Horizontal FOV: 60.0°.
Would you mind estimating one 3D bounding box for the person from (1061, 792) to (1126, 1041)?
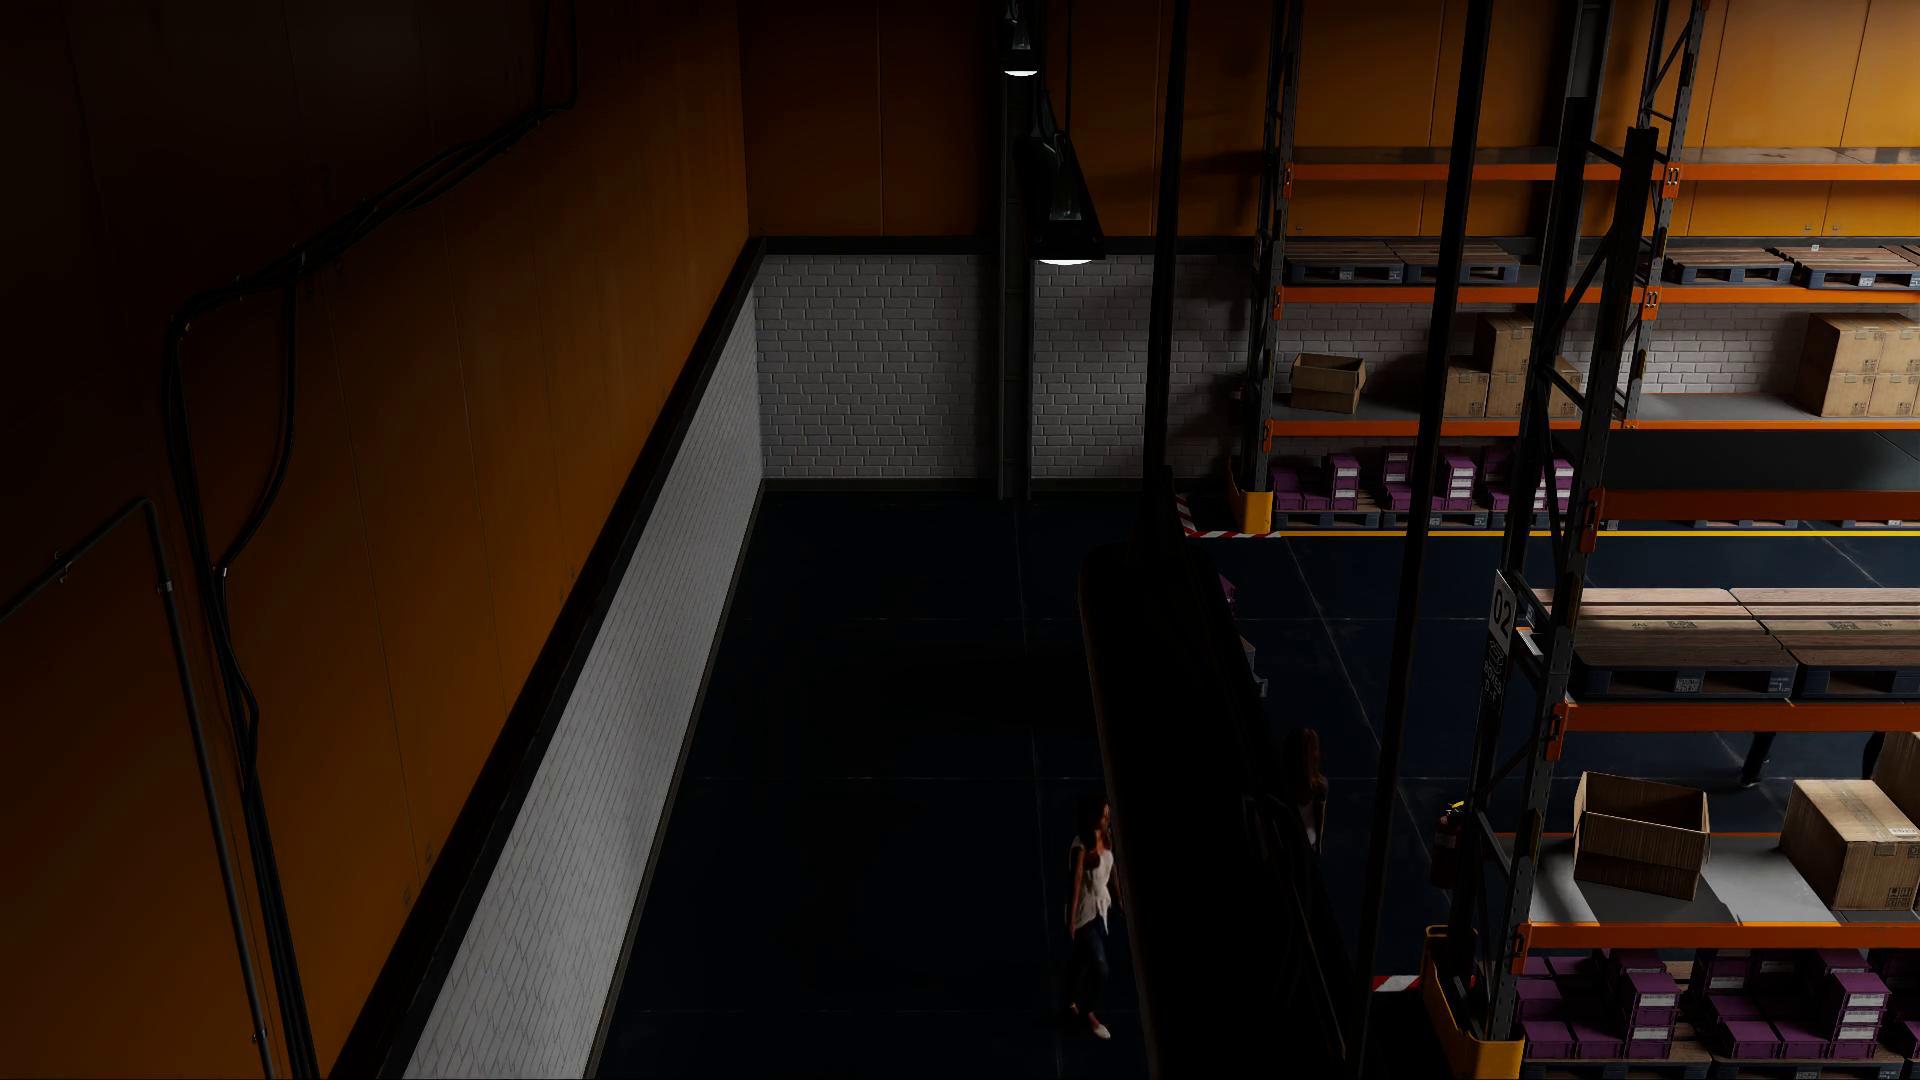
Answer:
[{"bbox_3d":[0.749,2.394,10.785,0.796,1.773,0.757,14,27,29],"label":"person"}]

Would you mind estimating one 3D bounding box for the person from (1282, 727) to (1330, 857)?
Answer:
[{"bbox_3d":[2.295,2.081,11.559,0.606,1.726,0.734,10,25,21],"label":"person"}]
